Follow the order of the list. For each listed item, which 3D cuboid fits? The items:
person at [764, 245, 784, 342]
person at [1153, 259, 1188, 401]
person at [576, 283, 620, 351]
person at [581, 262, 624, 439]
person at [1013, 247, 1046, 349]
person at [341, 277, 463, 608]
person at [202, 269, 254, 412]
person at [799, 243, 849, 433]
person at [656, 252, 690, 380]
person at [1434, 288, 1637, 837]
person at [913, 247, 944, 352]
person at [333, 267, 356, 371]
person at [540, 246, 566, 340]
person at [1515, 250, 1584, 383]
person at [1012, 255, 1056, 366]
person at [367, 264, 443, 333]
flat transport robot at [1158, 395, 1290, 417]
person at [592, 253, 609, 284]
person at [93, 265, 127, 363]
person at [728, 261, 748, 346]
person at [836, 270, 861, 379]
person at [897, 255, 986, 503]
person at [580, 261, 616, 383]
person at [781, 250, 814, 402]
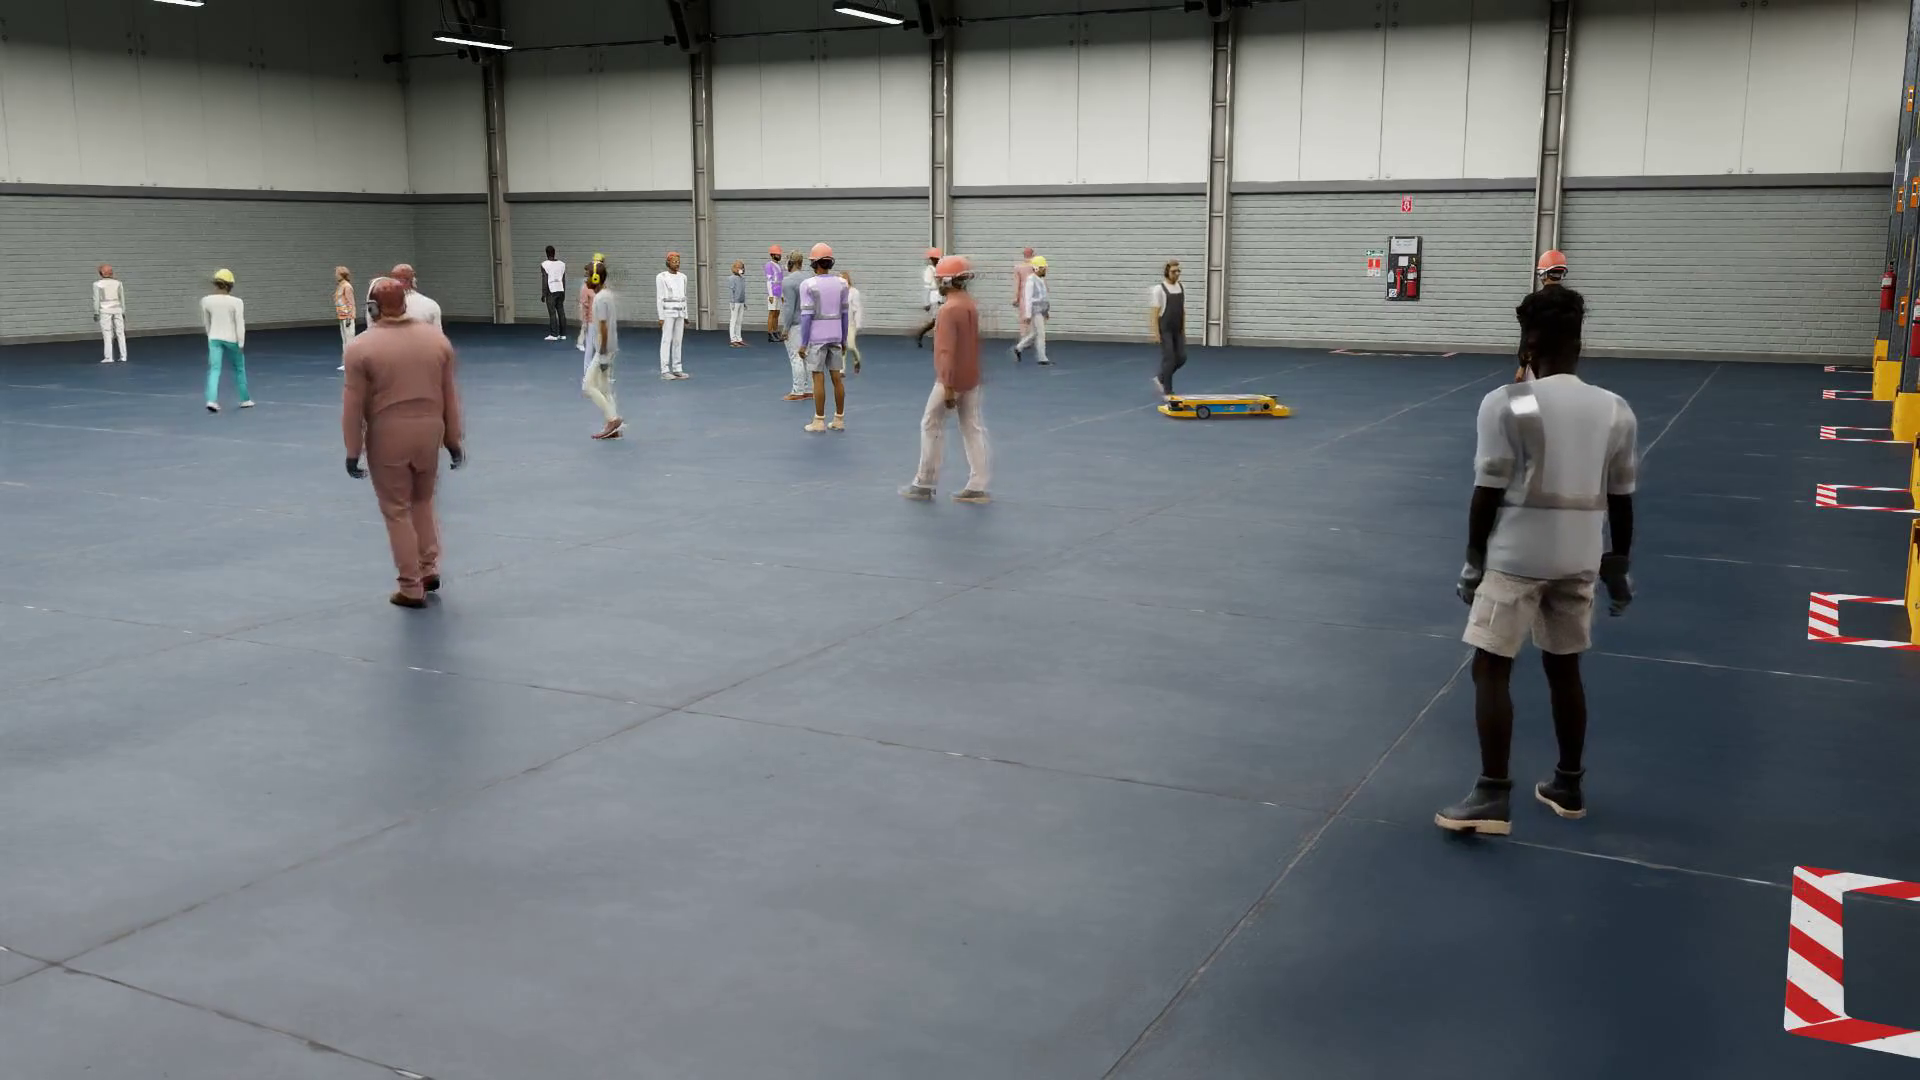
[{"bbox_3d":[-3.683,-4.933,33.315,0.358,1.938,0.542,3,11,18],"label":"person"},{"bbox_3d":[2.681,-2.690,21.376,0.530,1.827,0.482,-7,12,-34],"label":"person"},{"bbox_3d":[-6.724,-4.260,30.591,0.867,1.595,0.514,6,12,28],"label":"person"},{"bbox_3d":[-3.759,-1.956,17.318,0.403,1.851,0.551,-1,10,-7],"label":"person"},{"bbox_3d":[1.292,-4.561,31.382,0.641,1.904,0.401,-3,11,-18],"label":"person"},{"bbox_3d":[-3.245,-0.558,9.586,0.667,1.883,0.575,-10,14,-43],"label":"person"},{"bbox_3d":[-8.959,-2.434,20.268,0.523,1.726,0.898,0,10,-3],"label":"person"},{"bbox_3d":[-1.481,-2.174,17.981,0.605,2.044,0.374,-8,13,-37],"label":"person"},{"bbox_3d":[-4.251,-3.321,24.668,0.346,1.882,0.578,8,13,36],"label":"person"},{"bbox_3d":[2.064,0.091,5.923,0.831,1.941,0.584,-3,11,-16],"label":"person"},{"bbox_3d":[-0.539,-4.385,30.388,0.659,1.915,0.553,4,11,19],"label":"person"},{"bbox_3d":[-9.702,-3.487,26.257,0.316,1.636,0.533,-7,12,-33],"label":"person"},{"bbox_3d":[-8.310,-5.053,34.037,0.398,1.913,0.590,8,13,36],"label":"person"},{"bbox_3d":[5.287,-1.597,14.963,0.612,1.995,0.376,-3,11,-16],"label":"person"},{"bbox_3d":[1.205,-3.748,27.207,0.723,1.813,0.605,4,11,21],"label":"person"},{"bbox_3d":[-5.002,-1.548,15.055,0.673,1.855,0.960,-3,11,-17],"label":"person"},{"bbox_3d":[3.110,-1.592,19.646,1.431,0.197,0.652,-1,10,-6],"label":"flat transport robot"},{"bbox_3d":[-7.713,-5.268,35.661,0.359,1.755,0.526,5,11,23],"label":"person"},{"bbox_3d":[-14.249,-3.782,27.887,0.317,1.634,0.539,8,13,38],"label":"person"},{"bbox_3d":[-4.278,-4.555,32.079,0.279,1.633,0.499,5,11,23],"label":"person"},{"bbox_3d":[-1.700,-3.221,24.831,0.517,1.617,0.546,4,11,19],"label":"person"},{"bbox_3d":[-0.141,-1.281,13.325,0.886,1.956,0.641,6,12,29],"label":"person"},{"bbox_3d":[-5.221,-3.140,24.041,0.522,1.759,0.350,-9,14,-40],"label":"person"},{"bbox_3d":[-2.086,-2.738,21.341,0.354,1.937,0.635,5,12,26],"label":"person"}]
